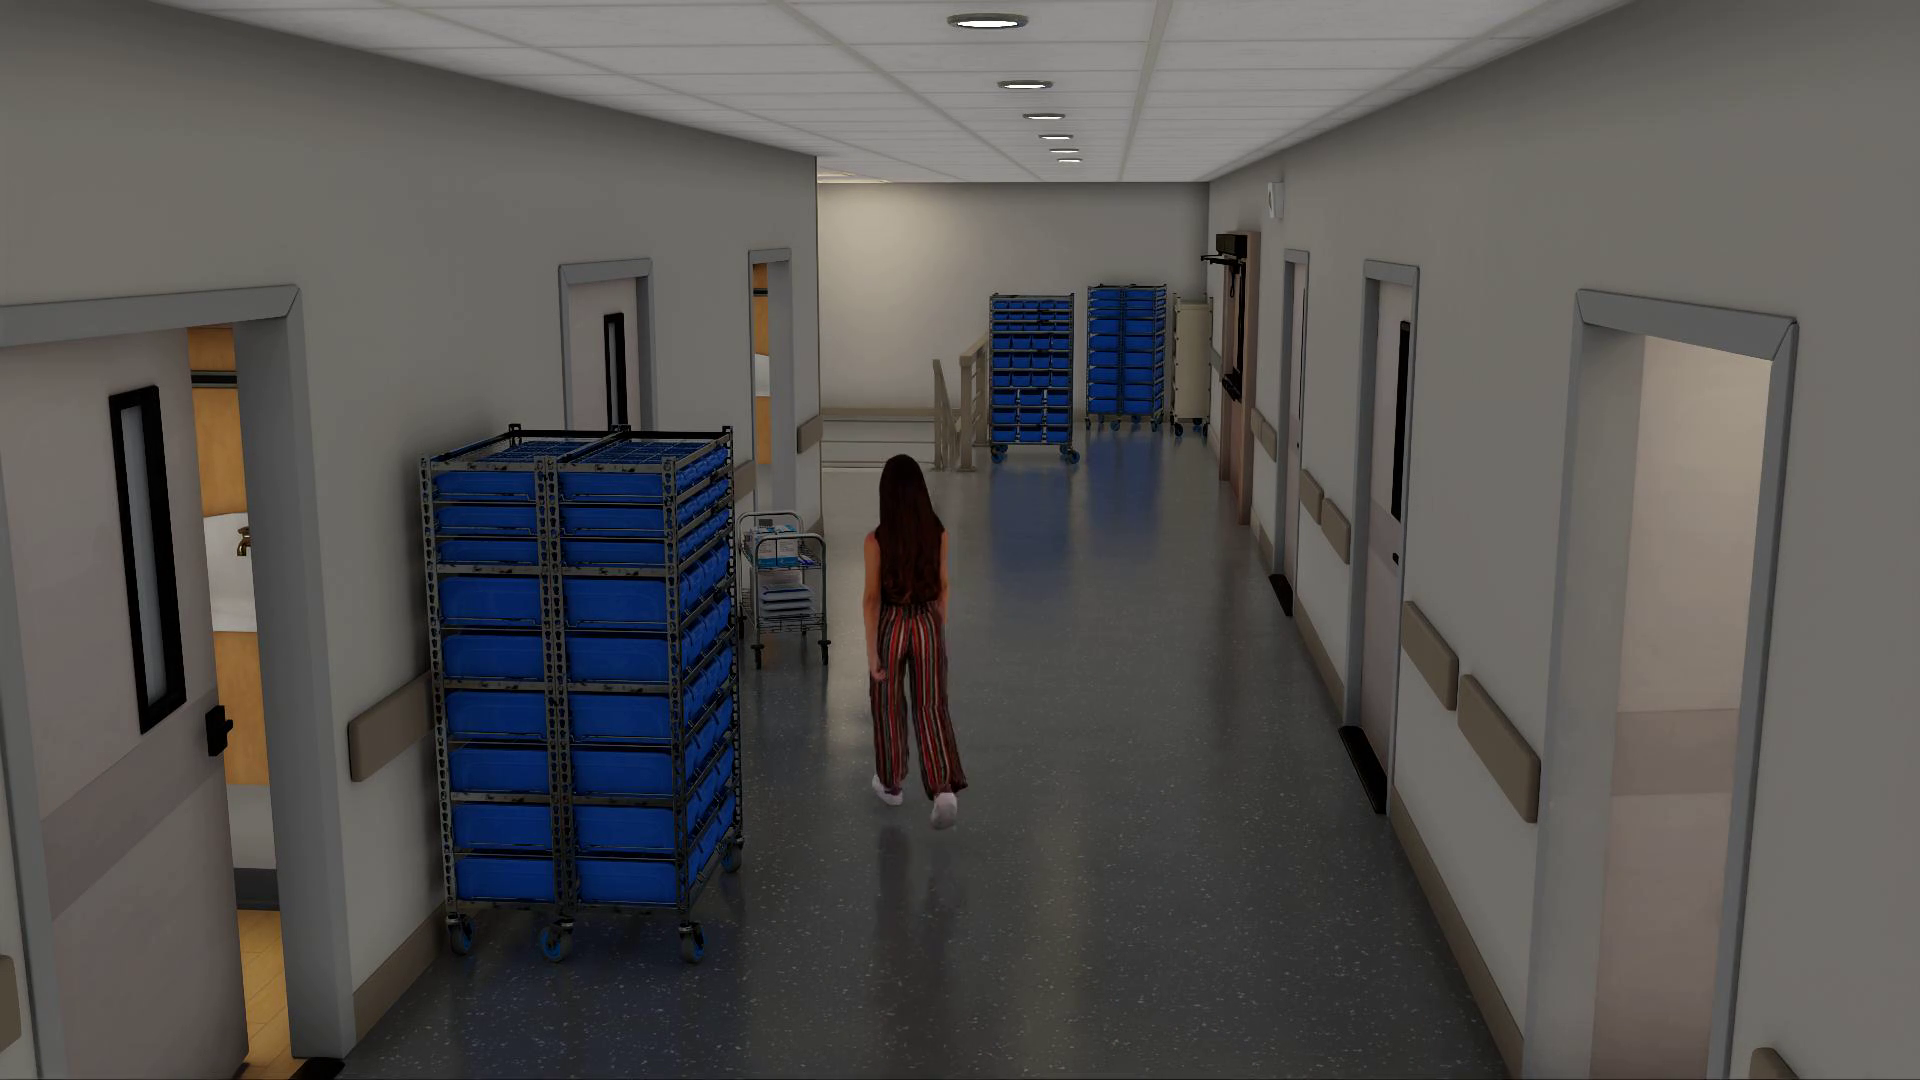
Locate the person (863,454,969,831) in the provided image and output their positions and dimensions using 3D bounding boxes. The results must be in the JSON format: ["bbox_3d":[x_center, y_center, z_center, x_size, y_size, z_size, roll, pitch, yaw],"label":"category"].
[{"bbox_3d":[-0.178,0.435,6.831,0.796,1.535,1.114,-3,11,-15],"label":"person"}]
